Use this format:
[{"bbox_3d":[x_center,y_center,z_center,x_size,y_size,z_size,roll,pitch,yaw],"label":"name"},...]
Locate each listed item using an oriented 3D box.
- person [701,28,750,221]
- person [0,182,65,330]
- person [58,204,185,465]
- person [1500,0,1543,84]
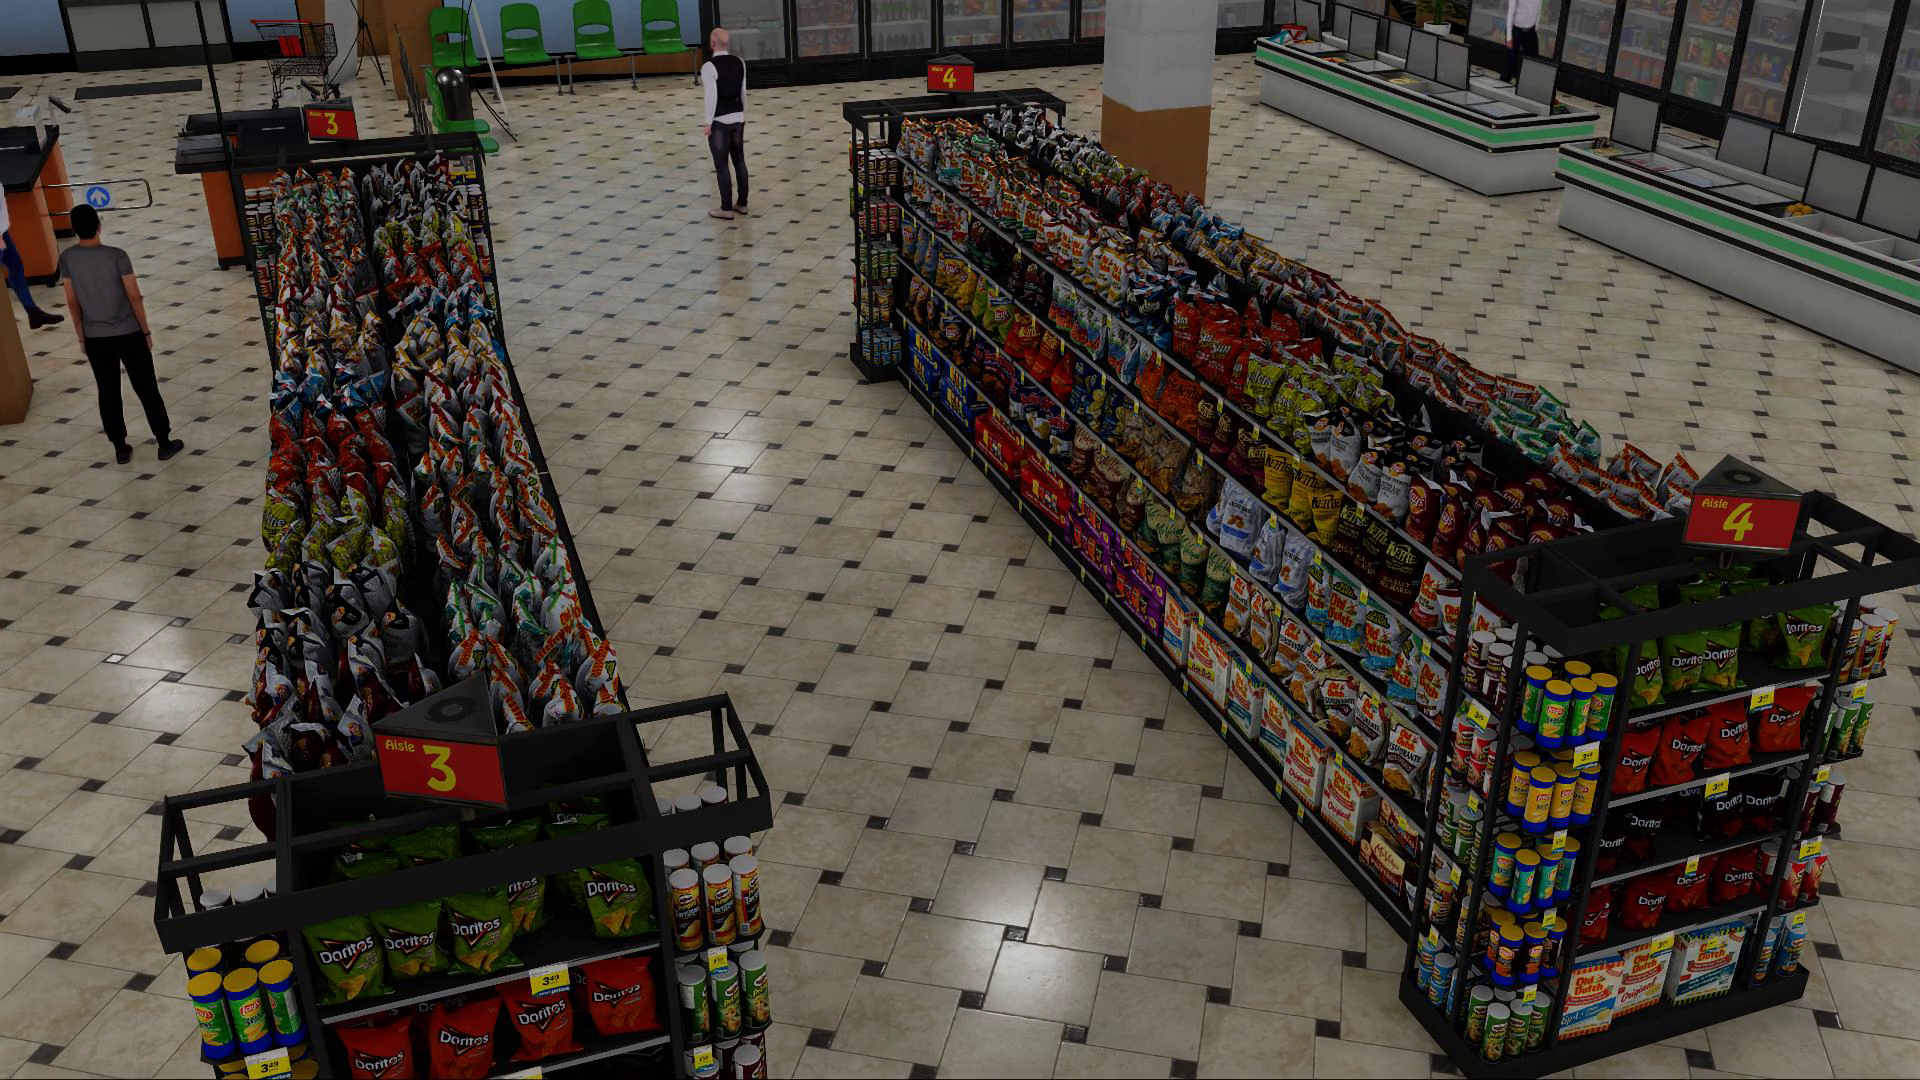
[{"bbox_3d":[-2.291,-4.069,16.261,0.791,1.824,0.783,19,33,33],"label":"person"},{"bbox_3d":[-7.728,-2.369,13.087,0.869,1.661,1.090,-17,32,-31],"label":"person"},{"bbox_3d":[-5.592,-1.357,10.989,0.655,1.754,0.599,-5,27,-9],"label":"person"},{"bbox_3d":[6.910,-6.292,20.620,0.710,1.844,0.814,-5,27,-10],"label":"person"}]
